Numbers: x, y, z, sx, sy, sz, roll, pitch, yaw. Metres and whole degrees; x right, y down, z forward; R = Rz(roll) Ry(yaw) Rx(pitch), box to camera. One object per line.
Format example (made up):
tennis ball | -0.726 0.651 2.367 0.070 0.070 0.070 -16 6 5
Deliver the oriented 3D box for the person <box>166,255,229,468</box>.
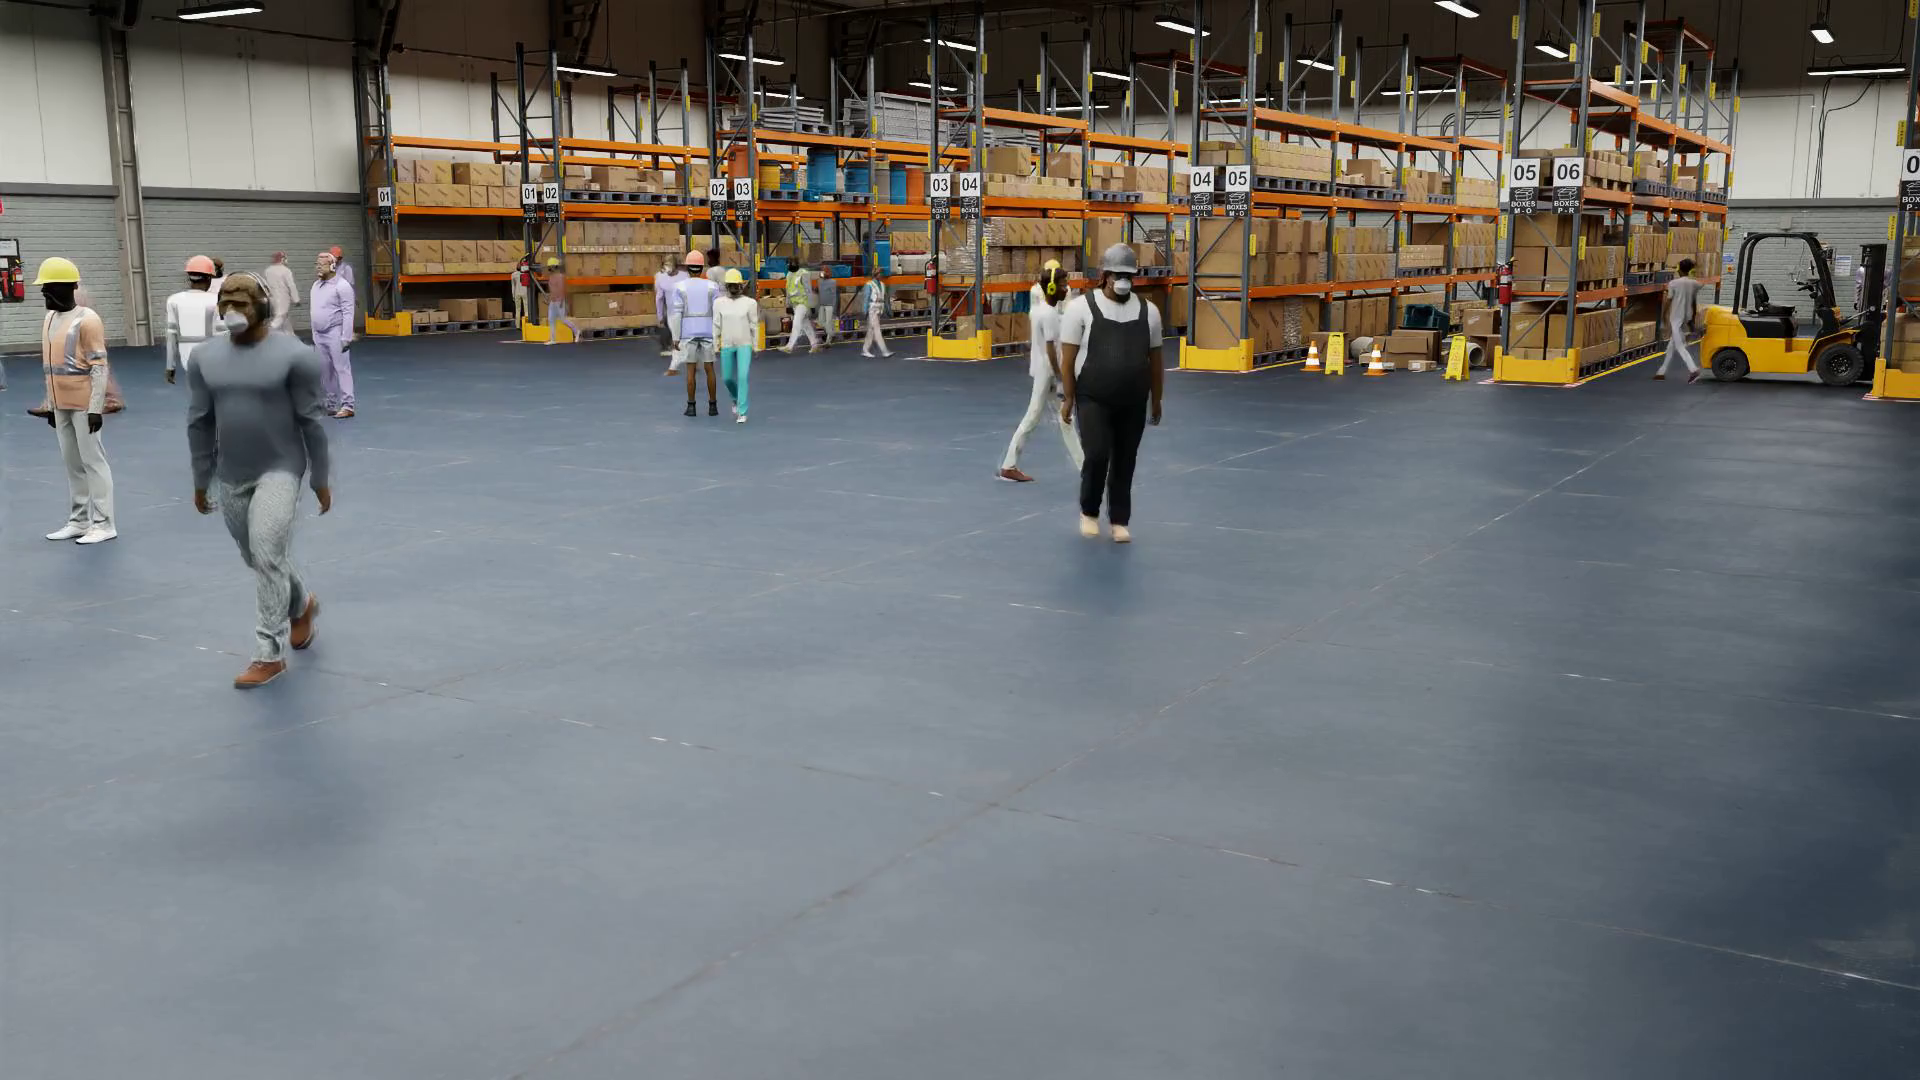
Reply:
person | -6.820 -1.621 15.123 0.603 1.909 0.586 1 10 3

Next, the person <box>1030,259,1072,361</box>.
person | 1.231 -2.905 22.622 0.599 1.813 0.699 3 11 18

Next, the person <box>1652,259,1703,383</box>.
person | 10.518 -3.192 24.237 0.559 1.812 0.950 -3 11 -19

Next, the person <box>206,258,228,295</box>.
person | -11.513 -3.458 25.789 0.636 1.788 0.982 0 10 -2

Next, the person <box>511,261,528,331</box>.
person | -10.109 -5.636 38.426 0.493 1.624 0.280 0 10 -1

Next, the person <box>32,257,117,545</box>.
person | -5.996 -0.935 11.245 0.592 1.926 0.366 6 12 31

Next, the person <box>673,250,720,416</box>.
person | -3.086 -2.417 19.513 0.546 1.939 0.375 -3 10 -15

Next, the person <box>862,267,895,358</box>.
person | -1.429 -3.999 29.327 0.848 1.591 0.537 6 12 31

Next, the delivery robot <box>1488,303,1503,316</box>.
delivery robot | 12.924 -5.516 40.483 0.707 0.478 0.477 -1 10 -7

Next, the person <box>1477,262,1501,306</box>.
person | 13.081 -6.235 41.060 0.609 1.904 0.744 -2 10 -13

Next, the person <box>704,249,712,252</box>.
person | -6.071 -6.121 40.404 0.573 1.887 0.354 6 12 32

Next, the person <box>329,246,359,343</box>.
person | -12.413 -4.914 33.476 0.643 1.976 0.981 4 11 20

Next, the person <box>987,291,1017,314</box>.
person | 0.832 -4.809 32.951 0.629 1.931 0.375 0 10 1

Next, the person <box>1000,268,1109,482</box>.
person | 0.795 -1.376 14.027 0.993 1.813 0.552 1 10 6

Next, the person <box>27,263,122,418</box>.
person | -10.370 -2.335 19.414 0.648 1.824 1.078 7 12 35

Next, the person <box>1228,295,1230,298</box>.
person | 5.686 -5.311 35.953 0.656 1.872 0.908 2 10 9

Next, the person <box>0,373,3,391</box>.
person | -13.465 -2.807 22.598 0.739 1.600 0.528 -7 13 -36

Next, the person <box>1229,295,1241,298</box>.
person | 5.606 -4.875 33.459 0.554 1.892 0.967 9 13 41

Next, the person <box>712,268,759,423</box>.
person | -2.542 -2.222 18.971 0.528 1.752 0.598 1 10 4

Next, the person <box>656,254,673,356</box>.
person | -5.249 -4.216 29.898 0.410 1.828 0.543 3 11 18

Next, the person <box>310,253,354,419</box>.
person | -7.316 -2.367 19.314 0.643 1.913 0.408 6 12 30

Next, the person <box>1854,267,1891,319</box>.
person | 17.289 -4.554 31.544 0.585 1.921 0.392 6 12 30

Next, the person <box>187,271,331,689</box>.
person | -3.288 -0.320 7.898 0.638 1.910 0.937 1 10 6

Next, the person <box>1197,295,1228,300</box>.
person | 4.592 -4.392 30.320 0.606 2.035 0.405 6 12 31

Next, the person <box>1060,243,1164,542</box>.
person | 1.049 -0.983 11.195 0.711 2.000 0.535 -2 10 -14

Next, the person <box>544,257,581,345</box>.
person | -7.991 -4.778 33.261 0.523 1.748 0.691 10 14 43

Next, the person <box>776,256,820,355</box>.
person | -2.929 -4.279 30.370 0.984 1.784 0.654 -7 12 -33

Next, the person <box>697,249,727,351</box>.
person | -4.555 -4.459 31.036 1.025 1.909 0.631 5 11 28

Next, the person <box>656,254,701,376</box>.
person | -4.317 -3.480 25.705 0.642 1.879 0.999 4 11 21

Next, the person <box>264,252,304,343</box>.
person | -13.286 -4.680 32.436 0.649 1.858 1.013 6 12 29

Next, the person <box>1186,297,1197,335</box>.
person | 5.166 -5.128 35.487 0.540 1.640 0.907 7 13 36

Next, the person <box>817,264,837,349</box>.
person | -2.528 -4.489 32.021 0.501 1.620 0.427 9 13 40

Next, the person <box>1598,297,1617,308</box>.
person | 14.428 -5.519 36.977 0.548 1.909 0.753 7 12 35
